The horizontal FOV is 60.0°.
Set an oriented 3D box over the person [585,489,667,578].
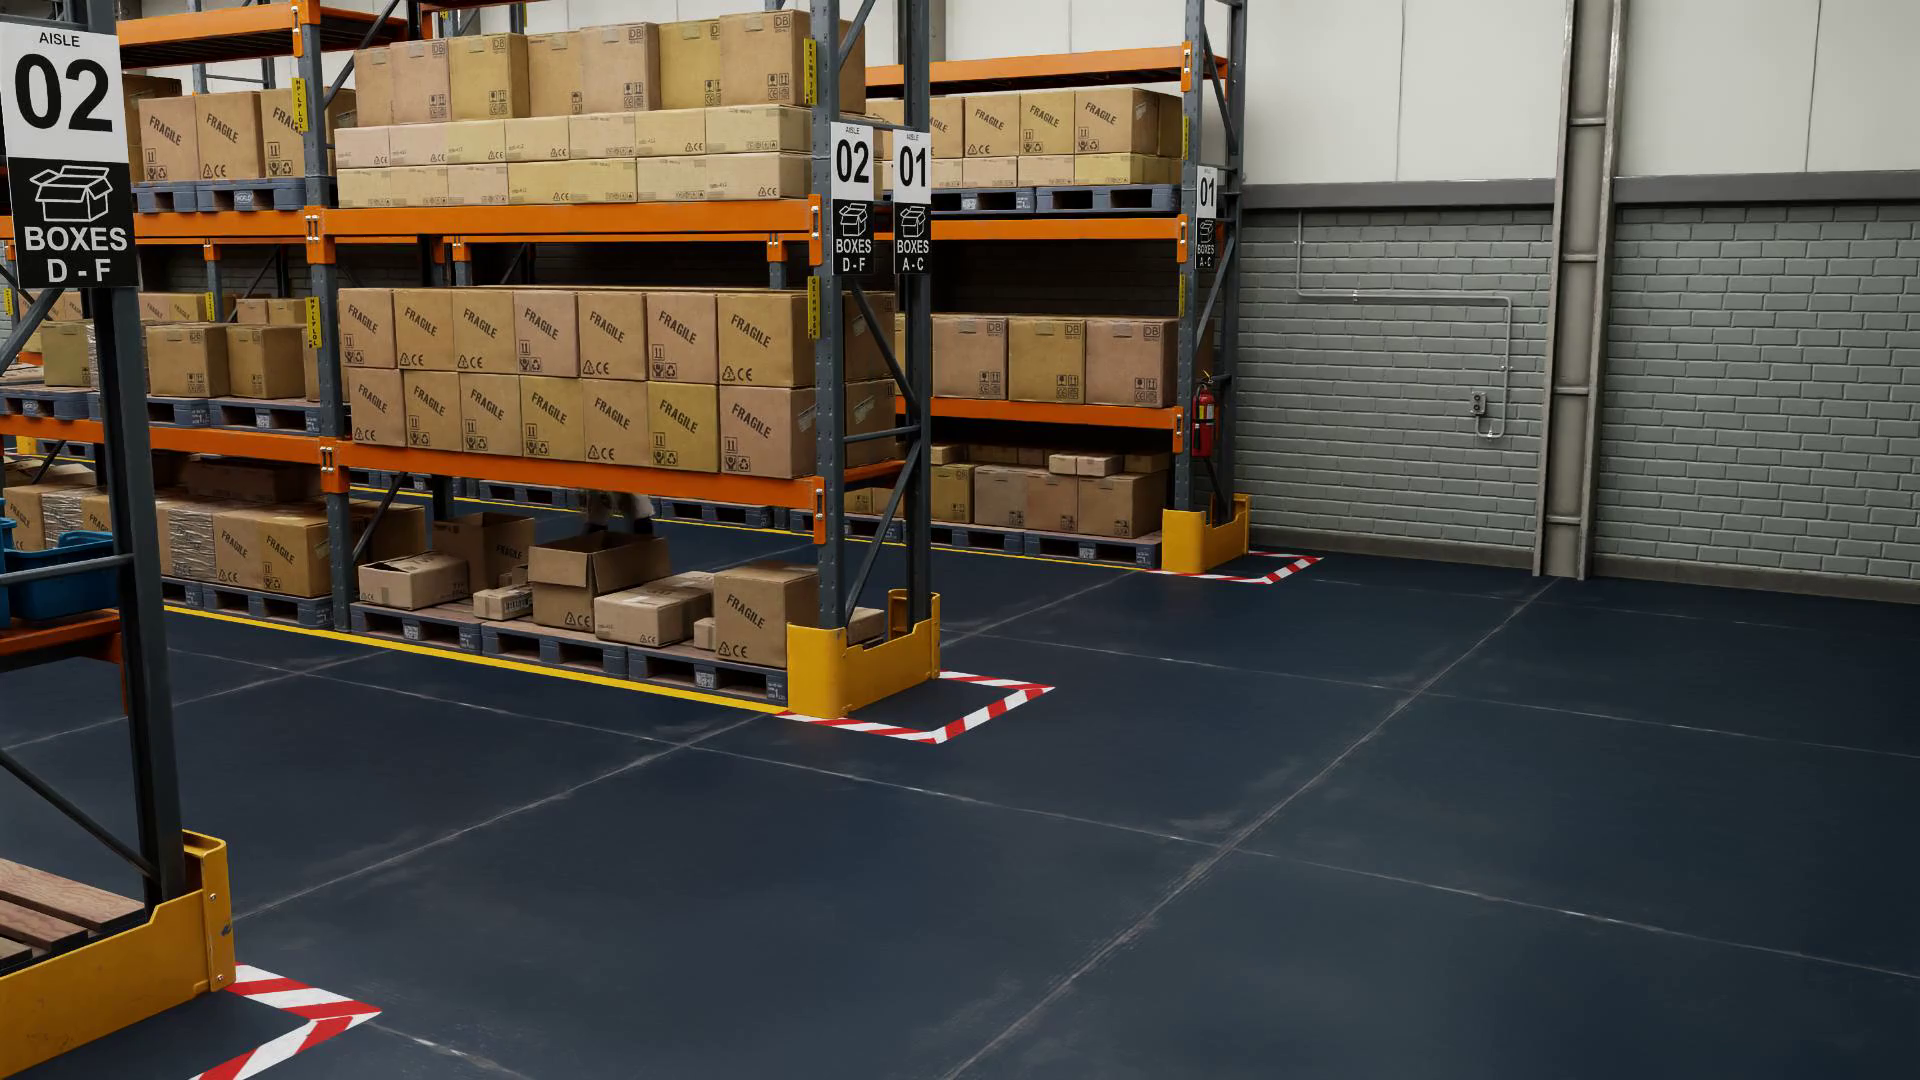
[{"bbox_3d":[-2.384,-0.445,11.891,0.973,1.913,0.621,5,11,29],"label":"person"}]
